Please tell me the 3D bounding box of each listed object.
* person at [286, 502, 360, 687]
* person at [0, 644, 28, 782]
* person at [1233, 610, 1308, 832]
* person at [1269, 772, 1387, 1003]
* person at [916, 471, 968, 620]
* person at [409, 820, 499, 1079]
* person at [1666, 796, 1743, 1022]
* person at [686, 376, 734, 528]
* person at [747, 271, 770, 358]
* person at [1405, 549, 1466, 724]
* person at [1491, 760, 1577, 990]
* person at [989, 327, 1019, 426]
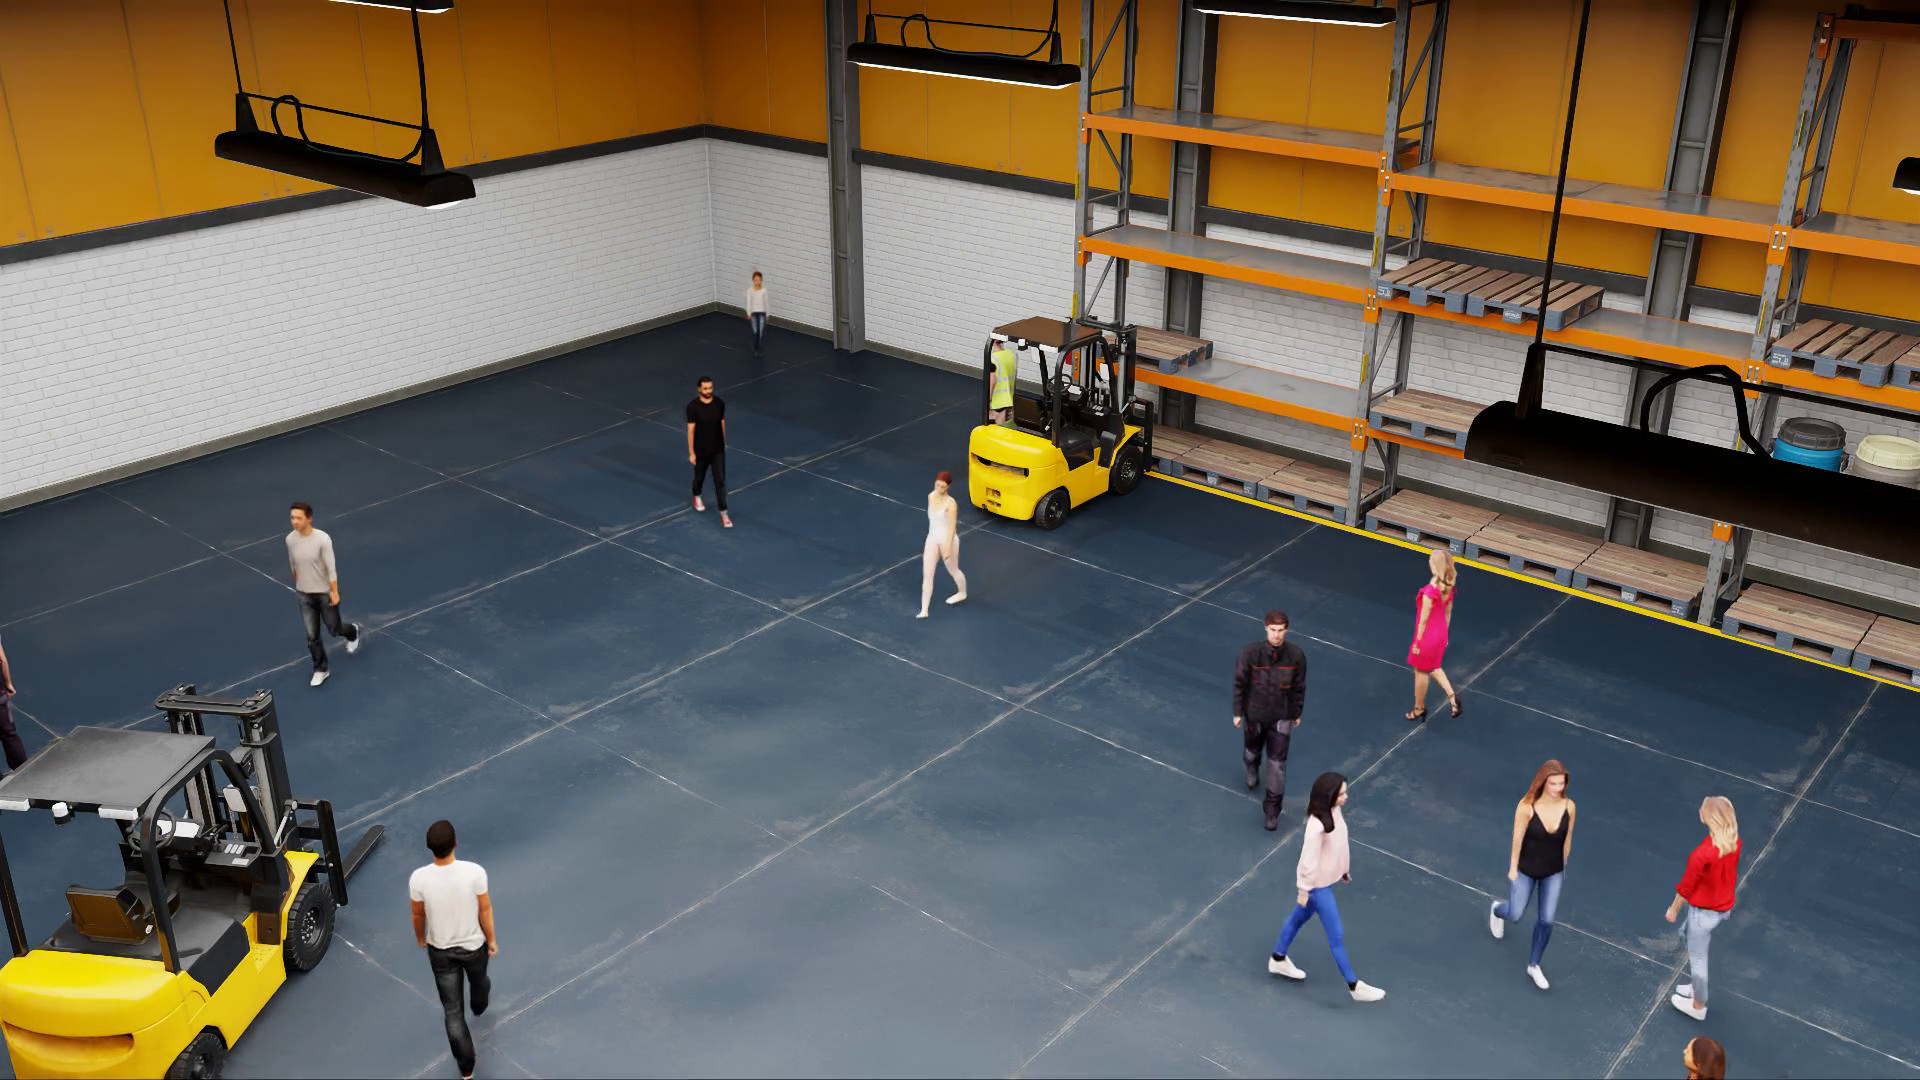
[{"bbox_3d":[-6.024,0.446,15.727,1.046,1.794,1.018,3,24,7],"label":"person"},{"bbox_3d":[-8.116,1.271,13.775,0.574,1.847,0.649,20,30,38],"label":"person"},{"bbox_3d":[2.515,1.382,13.577,1.226,1.802,1.157,4,24,10],"label":"person"},{"bbox_3d":[2.389,2.345,11.467,1.132,1.728,0.793,13,27,27],"label":"person"},{"bbox_3d":[-0.143,0.018,16.971,0.979,1.582,0.696,21,31,40],"label":"person"},{"bbox_3d":[-3.247,2.658,10.699,1.047,1.768,1.191,-6,24,-14],"label":"person"},{"bbox_3d":[5.053,2.518,11.111,0.662,1.695,0.636,-16,28,-32],"label":"person"},{"bbox_3d":[-2.962,-1.065,19.282,0.951,1.715,1.263,-12,27,-26],"label":"person"},{"bbox_3d":[-3.074,-3.439,25.217,0.577,1.311,0.630,-6,24,-13],"label":"person"},{"bbox_3d":[4.261,0.898,14.794,0.604,1.713,0.824,-22,32,-40],"label":"person"},{"bbox_3d":[4.030,2.269,11.671,0.939,1.703,0.987,-2,24,-4],"label":"person"},{"bbox_3d":[0.493,-1.758,20.706,0.697,1.845,0.683,20,30,38],"label":"person"}]
